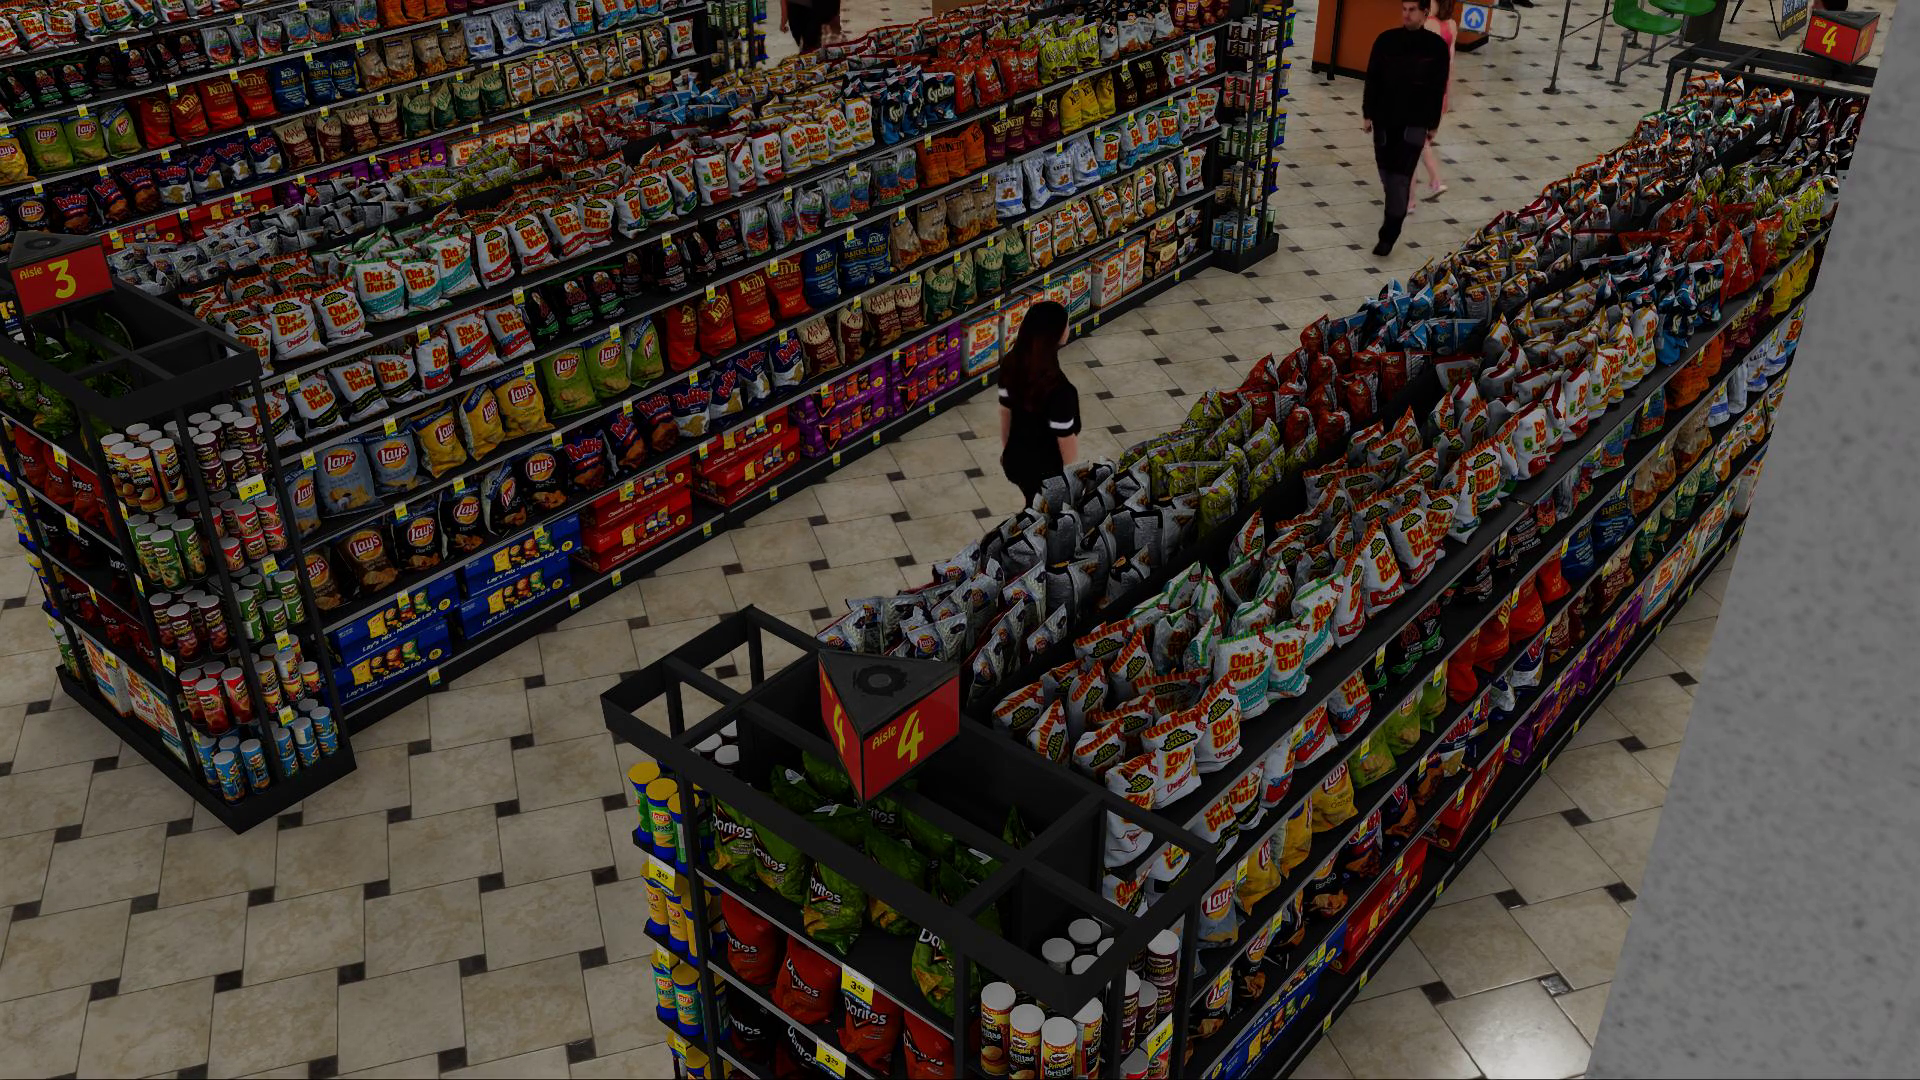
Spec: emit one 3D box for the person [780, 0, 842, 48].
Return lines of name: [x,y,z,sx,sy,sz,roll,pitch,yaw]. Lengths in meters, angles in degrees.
person: [-1.242,-4.413,14.147,0.951,1.783,1.294,9,33,14]

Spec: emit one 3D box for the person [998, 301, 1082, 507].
person: [0.297,-0.330,7.733,0.661,1.627,0.660,-22,38,-32]

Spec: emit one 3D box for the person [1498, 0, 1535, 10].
person: [6.022,-6.585,17.603,0.672,1.819,0.806,-11,34,-18]

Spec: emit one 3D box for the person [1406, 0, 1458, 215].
person: [3.508,-3.258,12.333,0.687,1.739,0.716,-23,38,-32]

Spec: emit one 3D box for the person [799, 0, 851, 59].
person: [-0.969,-2.960,11.829,0.622,1.765,0.938,22,38,31]

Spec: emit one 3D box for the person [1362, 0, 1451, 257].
person: [3.171,-2.997,11.856,0.837,1.799,1.218,18,36,27]
